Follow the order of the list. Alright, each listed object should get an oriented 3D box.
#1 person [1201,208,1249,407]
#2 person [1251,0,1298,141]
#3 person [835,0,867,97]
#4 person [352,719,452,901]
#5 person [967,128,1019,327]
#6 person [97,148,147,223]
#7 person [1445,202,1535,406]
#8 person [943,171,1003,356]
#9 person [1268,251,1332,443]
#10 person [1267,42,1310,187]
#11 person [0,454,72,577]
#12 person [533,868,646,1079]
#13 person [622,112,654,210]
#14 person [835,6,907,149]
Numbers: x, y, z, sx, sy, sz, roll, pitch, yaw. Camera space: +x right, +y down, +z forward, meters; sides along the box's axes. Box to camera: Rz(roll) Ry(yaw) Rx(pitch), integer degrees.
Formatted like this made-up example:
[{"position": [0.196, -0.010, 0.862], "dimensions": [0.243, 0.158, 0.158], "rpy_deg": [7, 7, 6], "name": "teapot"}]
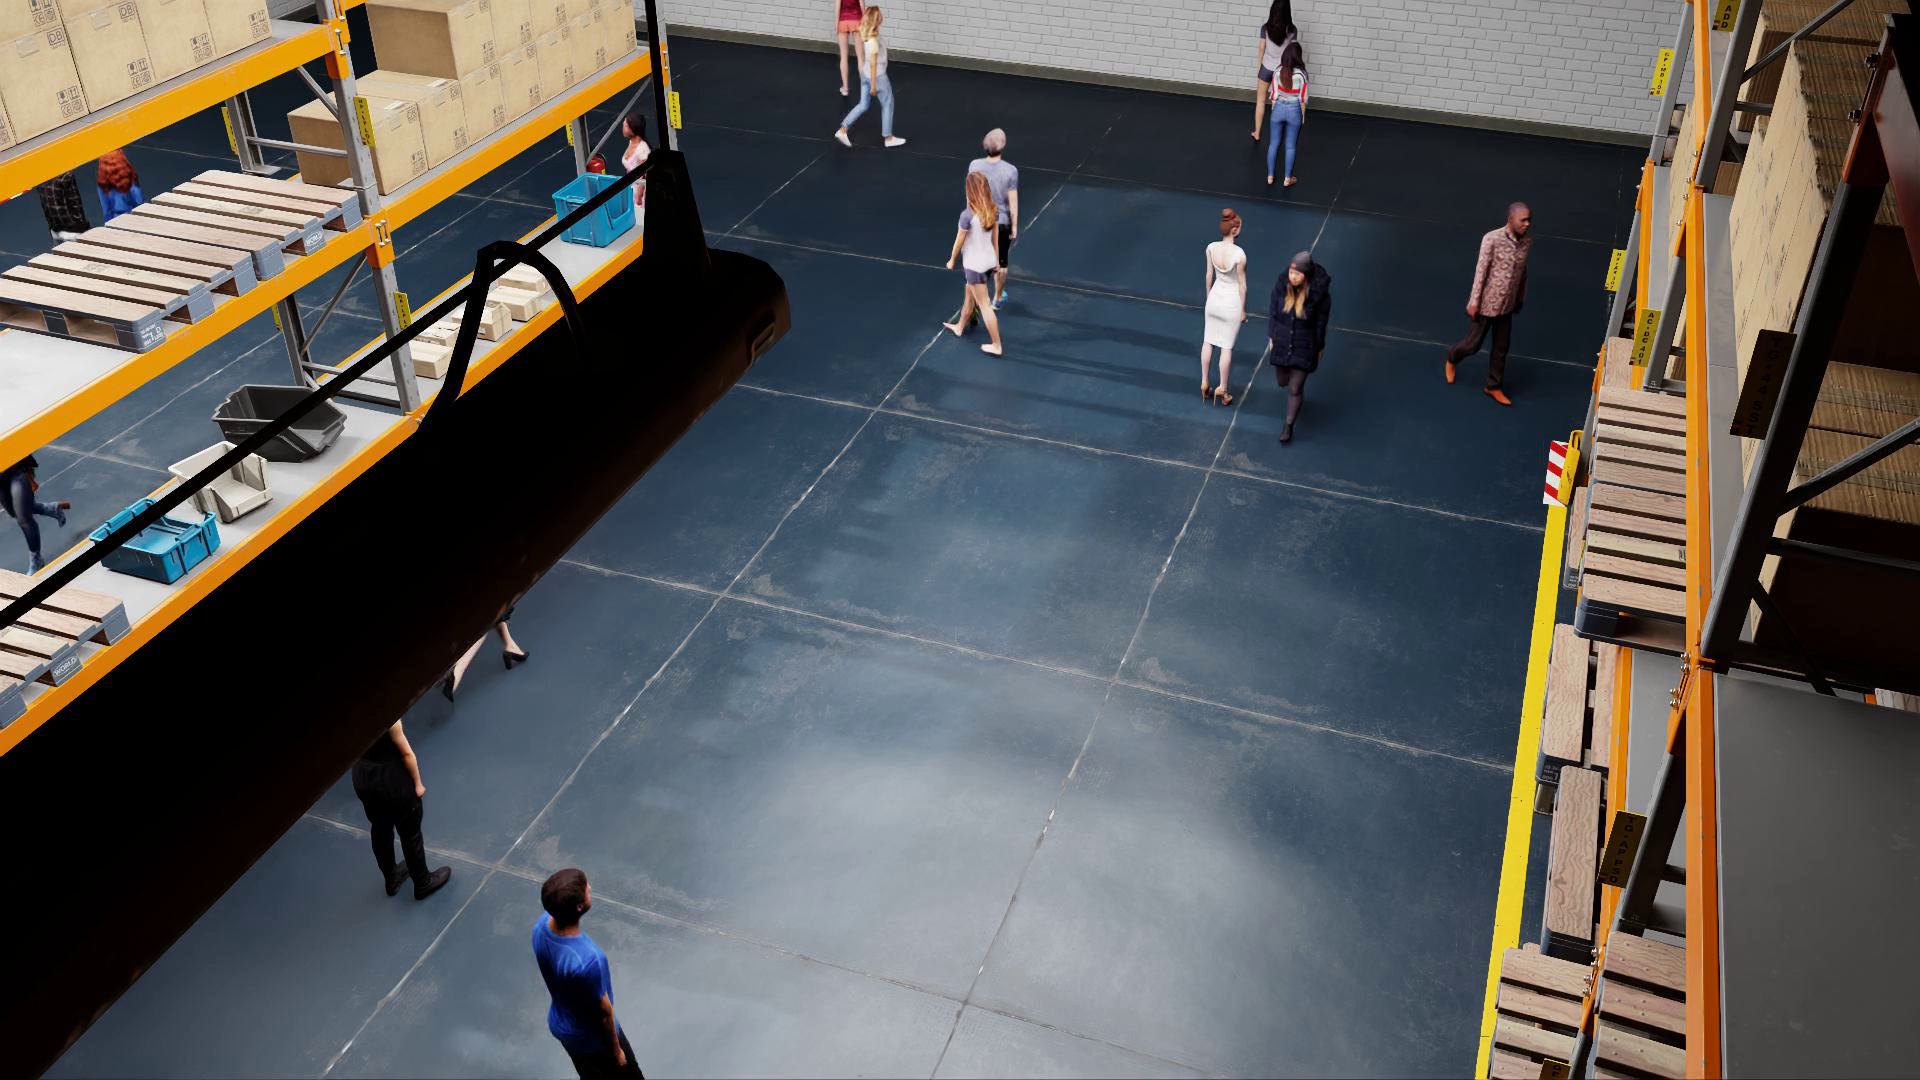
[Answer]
[{"position": [2.257, -1.992, 14.306], "dimensions": [0.634, 1.800, 0.610], "rpy_deg": [28, 43, 35], "name": "person"}, {"position": [3.763, -5.641, 19.882], "dimensions": [0.633, 1.704, 0.595], "rpy_deg": [3, 34, 4], "name": "person"}, {"position": [-1.404, -6.593, 21.271], "dimensions": [0.650, 1.752, 0.674], "rpy_deg": [-6, 34, -9], "name": "person"}, {"position": [-3.244, 1.351, 9.378], "dimensions": [0.582, 1.688, 0.550], "rpy_deg": [10, 35, 15], "name": "person"}, {"position": [0.272, -2.916, 15.642], "dimensions": [0.738, 1.859, 1.129], "rpy_deg": [8, 35, 12], "name": "person"}, {"position": [-7.695, -2.712, 15.377], "dimensions": [0.630, 1.814, 0.700], "rpy_deg": [14, 36, 20], "name": "person"}, {"position": [4.614, -2.097, 14.471], "dimensions": [1.009, 1.792, 1.094], "rpy_deg": [-10, 35, -15], "name": "person"}, {"position": [0.242, -2.456, 15.105], "dimensions": [0.846, 1.687, 0.972], "rpy_deg": [24, 40, 31], "name": "person"}, {"position": [2.846, -1.672, 13.952], "dimensions": [0.751, 1.659, 0.984], "rpy_deg": [16, 37, 22], "name": "person"}, {"position": [3.675, -4.792, 18.687], "dimensions": [0.605, 1.614, 0.534], "rpy_deg": [15, 36, 21], "name": "person"}, {"position": [-6.931, -0.500, 12.238], "dimensions": [0.706, 1.604, 0.945], "rpy_deg": [6, 34, 8], "name": "person"}, {"position": [-1.806, 2.319, 7.768], "dimensions": [0.919, 1.857, 0.812], "rpy_deg": [-29, 43, -36], "name": "person"}, {"position": [-3.041, -3.369, 16.472], "dimensions": [1.191, 1.695, 1.064], "rpy_deg": [-18, 37, -25], "name": "person"}, {"position": [-1.105, -5.389, 19.513], "dimensions": [1.132, 1.693, 1.107], "rpy_deg": [-13, 36, -18], "name": "person"}]
